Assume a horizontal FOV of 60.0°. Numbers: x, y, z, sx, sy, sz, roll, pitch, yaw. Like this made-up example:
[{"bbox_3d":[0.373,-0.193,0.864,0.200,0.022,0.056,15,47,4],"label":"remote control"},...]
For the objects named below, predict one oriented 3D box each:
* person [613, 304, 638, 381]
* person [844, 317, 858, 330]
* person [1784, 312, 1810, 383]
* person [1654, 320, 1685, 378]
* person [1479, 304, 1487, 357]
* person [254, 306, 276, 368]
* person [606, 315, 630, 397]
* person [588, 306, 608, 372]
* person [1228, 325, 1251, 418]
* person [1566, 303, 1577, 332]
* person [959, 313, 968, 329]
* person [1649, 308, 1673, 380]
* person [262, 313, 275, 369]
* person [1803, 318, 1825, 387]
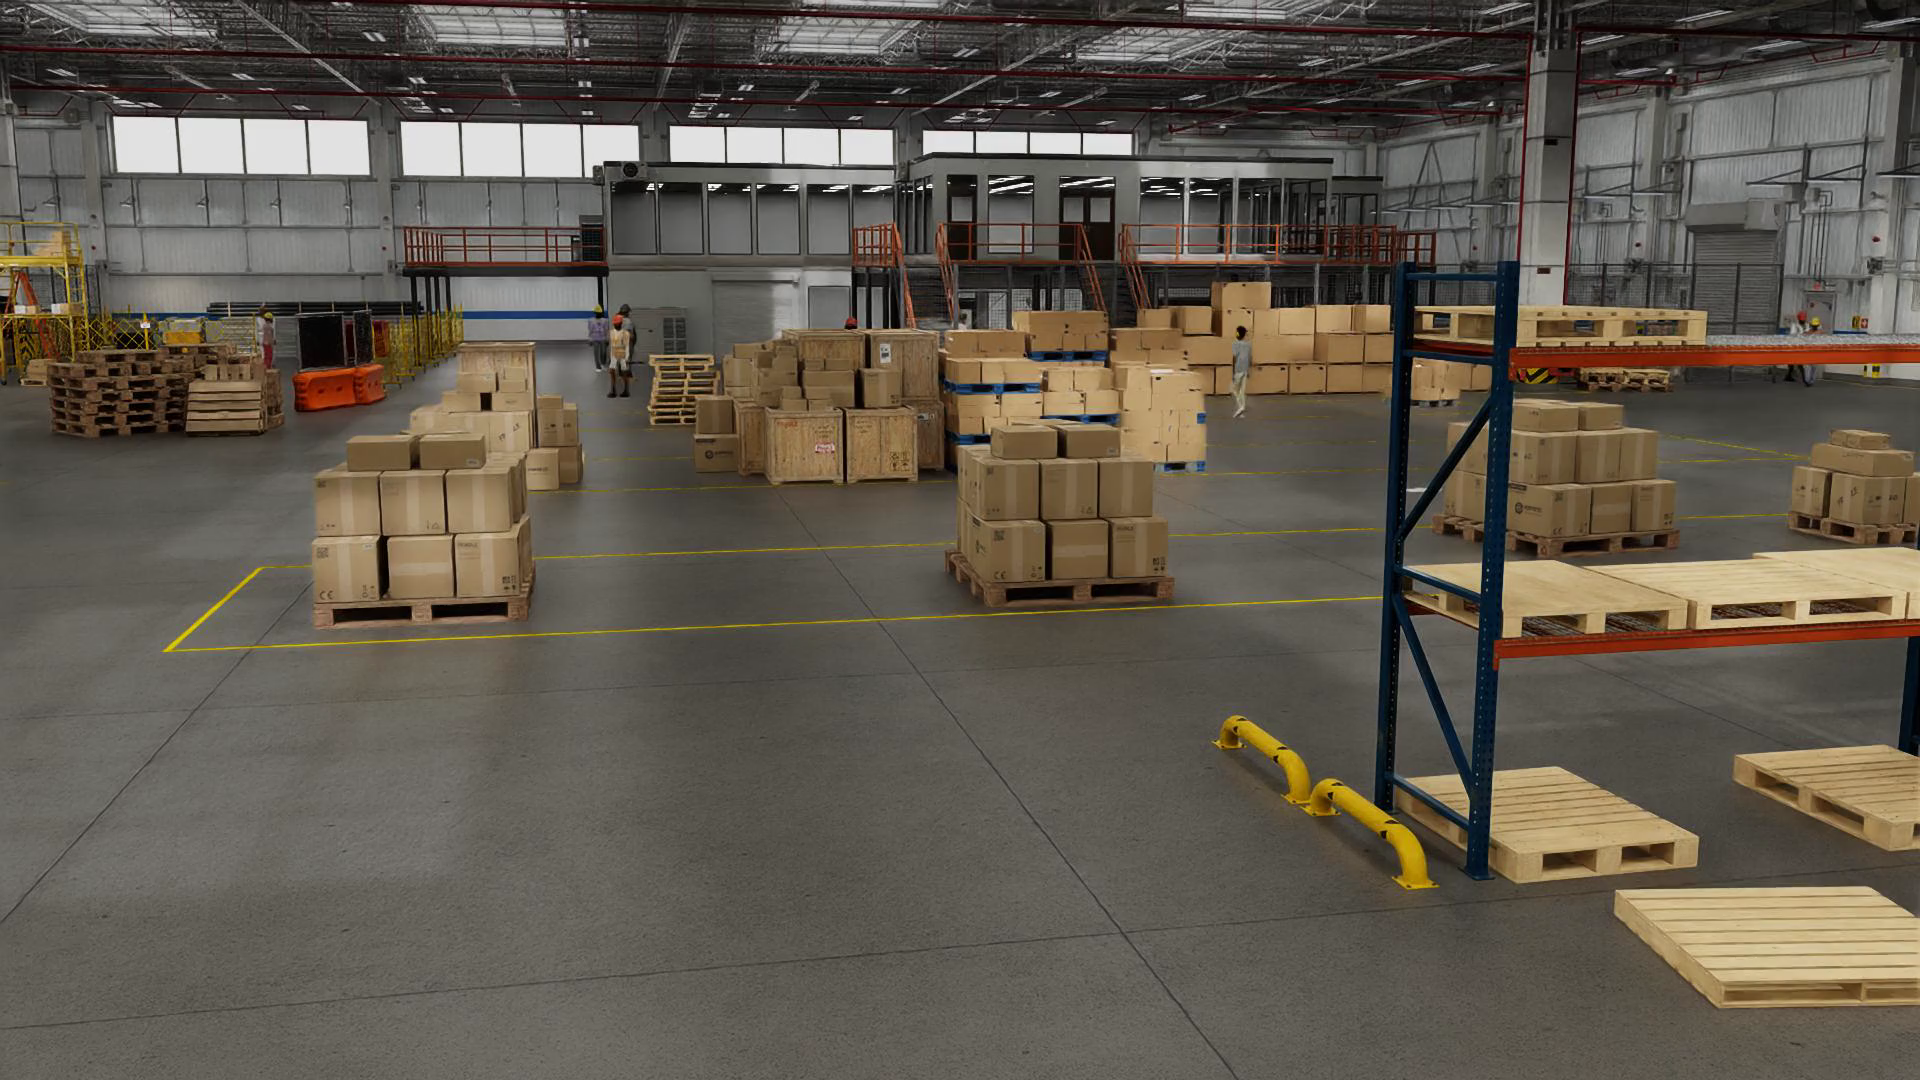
[{"bbox_3d":[-8.843,-5.247,44.160,0.539,2.000,0.689,-9,13,-42],"label":"person"},{"bbox_3d":[-2.106,-3.305,32.312,0.615,2.043,0.373,0,9,-2],"label":"person"},{"bbox_3d":[21.869,-5.018,43.338,0.537,1.859,0.984,-4,10,-21],"label":"person"},{"bbox_3d":[19.290,-5.286,45.076,0.768,1.820,0.632,5,11,29],"label":"person"},{"bbox_3d":[14.330,-5.471,45.661,0.375,1.995,0.611,-1,9,-3],"label":"person"},{"bbox_3d":[-20.199,-5.853,48.369,0.591,1.872,0.576,-2,9,-11],"label":"person"},{"bbox_3d":[-7.888,-4.216,38.266,0.583,1.906,0.798,4,10,22],"label":"person"},{"bbox_3d":[-10.367,-5.772,47.769,0.588,1.912,0.417,-4,10,-25],"label":"person"},{"bbox_3d":[5.581,-3.346,33.150,0.517,1.851,0.376,-5,10,-26],"label":"person"},{"bbox_3d":[17.979,-6.049,49.332,0.602,1.948,0.387,1,9,6],"label":"person"},{"bbox_3d":[0.050,-4.657,41.034,1.021,1.883,0.651,-5,11,-28],"label":"person"},{"bbox_3d":[18.620,-5.203,44.234,0.595,1.925,0.375,2,9,9],"label":"person"},{"bbox_3d":[-19.070,-5.398,45.945,0.348,1.756,0.518,-8,12,-39],"label":"person"},{"bbox_3d":[21.387,-4.685,41.685,0.541,1.720,0.894,4,10,23],"label":"person"}]
